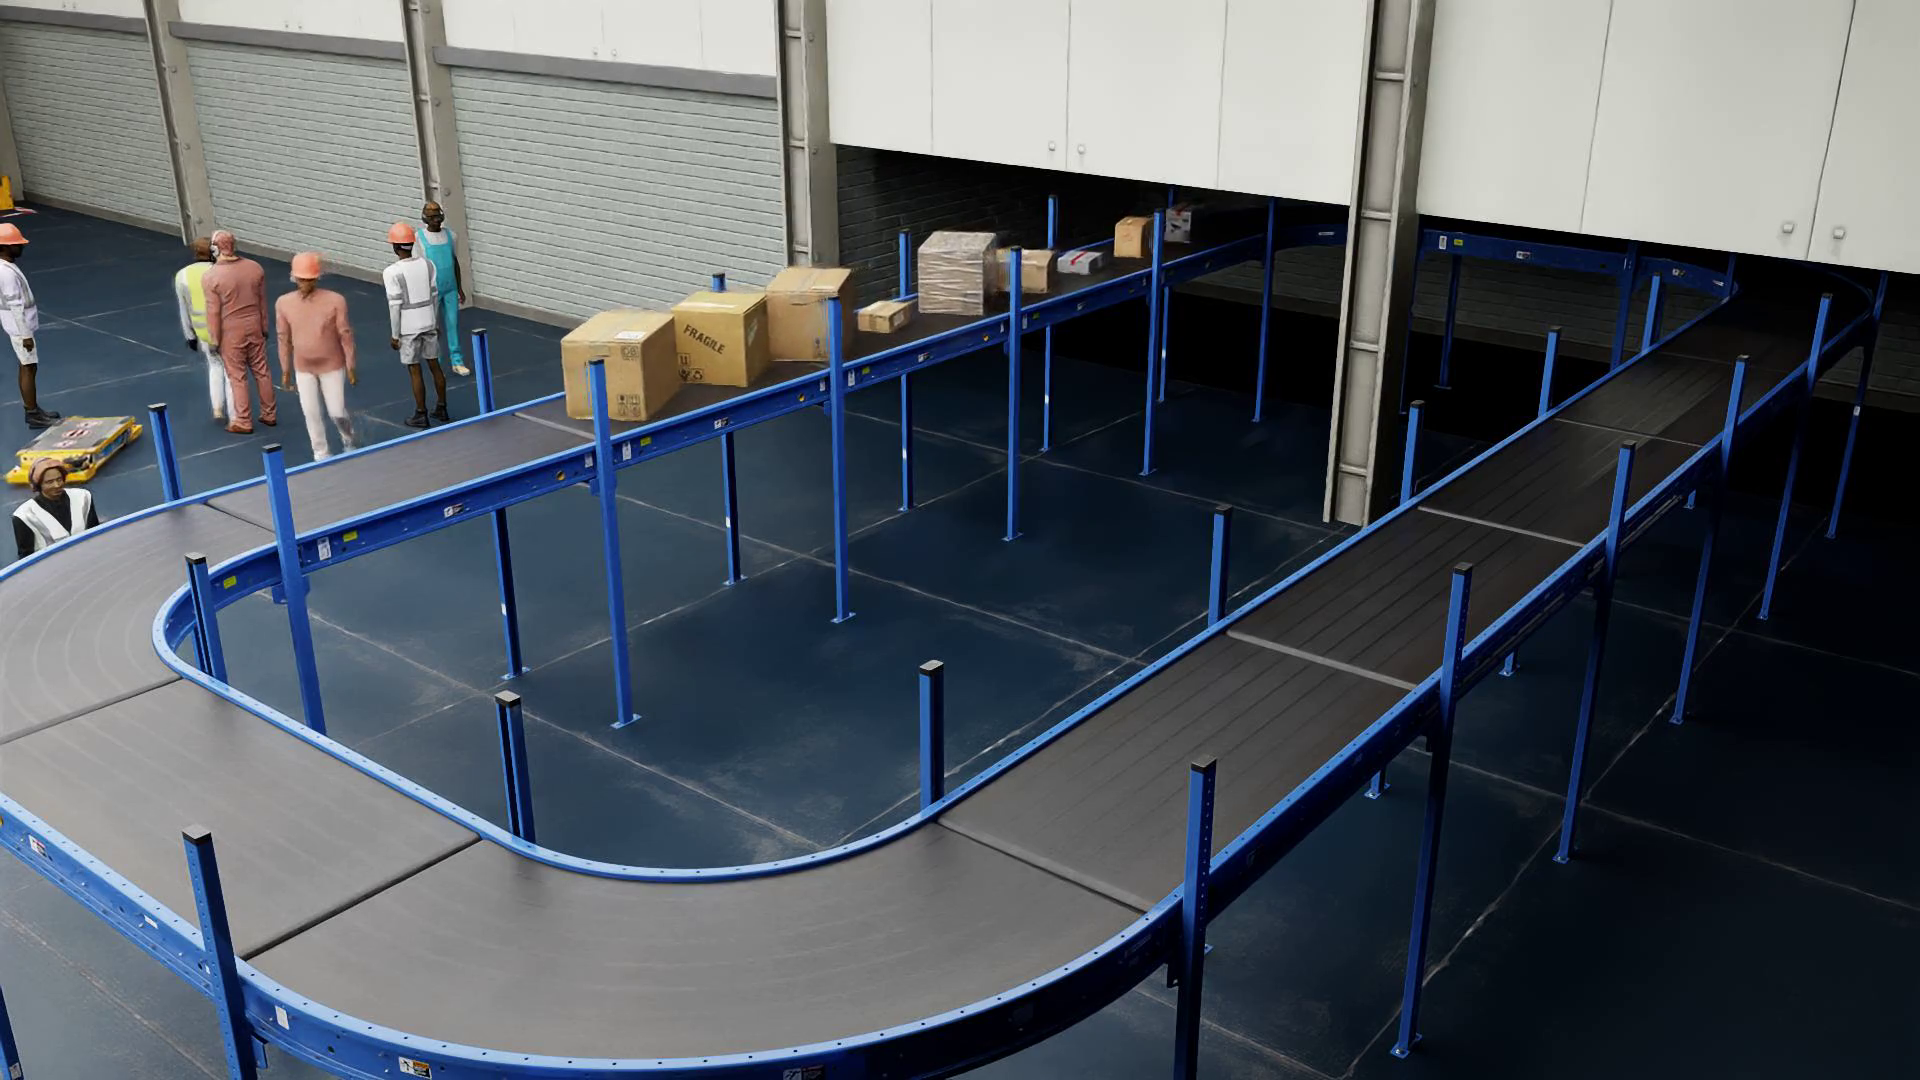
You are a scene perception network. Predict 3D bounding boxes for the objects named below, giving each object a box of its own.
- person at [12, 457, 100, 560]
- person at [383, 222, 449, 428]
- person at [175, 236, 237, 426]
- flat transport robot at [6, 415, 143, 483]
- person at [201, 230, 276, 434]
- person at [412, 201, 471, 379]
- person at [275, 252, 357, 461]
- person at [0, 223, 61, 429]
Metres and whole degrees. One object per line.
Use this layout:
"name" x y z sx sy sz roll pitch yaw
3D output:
"person" -5.548 0.254 10.325 0.321 1.627 0.530 12 25 28
"person" -5.148 -2.020 15.678 0.375 1.939 0.546 16 26 34
"person" -6.966 -1.957 15.698 0.620 1.812 0.484 1 22 2
"flat transport robot" -7.929 -0.843 14.927 0.652 0.197 1.431 -2 22 -6
"person" -6.741 -1.940 15.517 0.411 1.909 0.643 12 24 28
"person" -5.385 -2.588 17.247 0.508 1.846 0.345 -18 28 -38
"person" -5.526 -1.503 14.311 0.635 1.975 0.561 -1 21 -2
"person" -8.807 -2.012 15.659 0.360 1.935 0.552 -13 25 -30
